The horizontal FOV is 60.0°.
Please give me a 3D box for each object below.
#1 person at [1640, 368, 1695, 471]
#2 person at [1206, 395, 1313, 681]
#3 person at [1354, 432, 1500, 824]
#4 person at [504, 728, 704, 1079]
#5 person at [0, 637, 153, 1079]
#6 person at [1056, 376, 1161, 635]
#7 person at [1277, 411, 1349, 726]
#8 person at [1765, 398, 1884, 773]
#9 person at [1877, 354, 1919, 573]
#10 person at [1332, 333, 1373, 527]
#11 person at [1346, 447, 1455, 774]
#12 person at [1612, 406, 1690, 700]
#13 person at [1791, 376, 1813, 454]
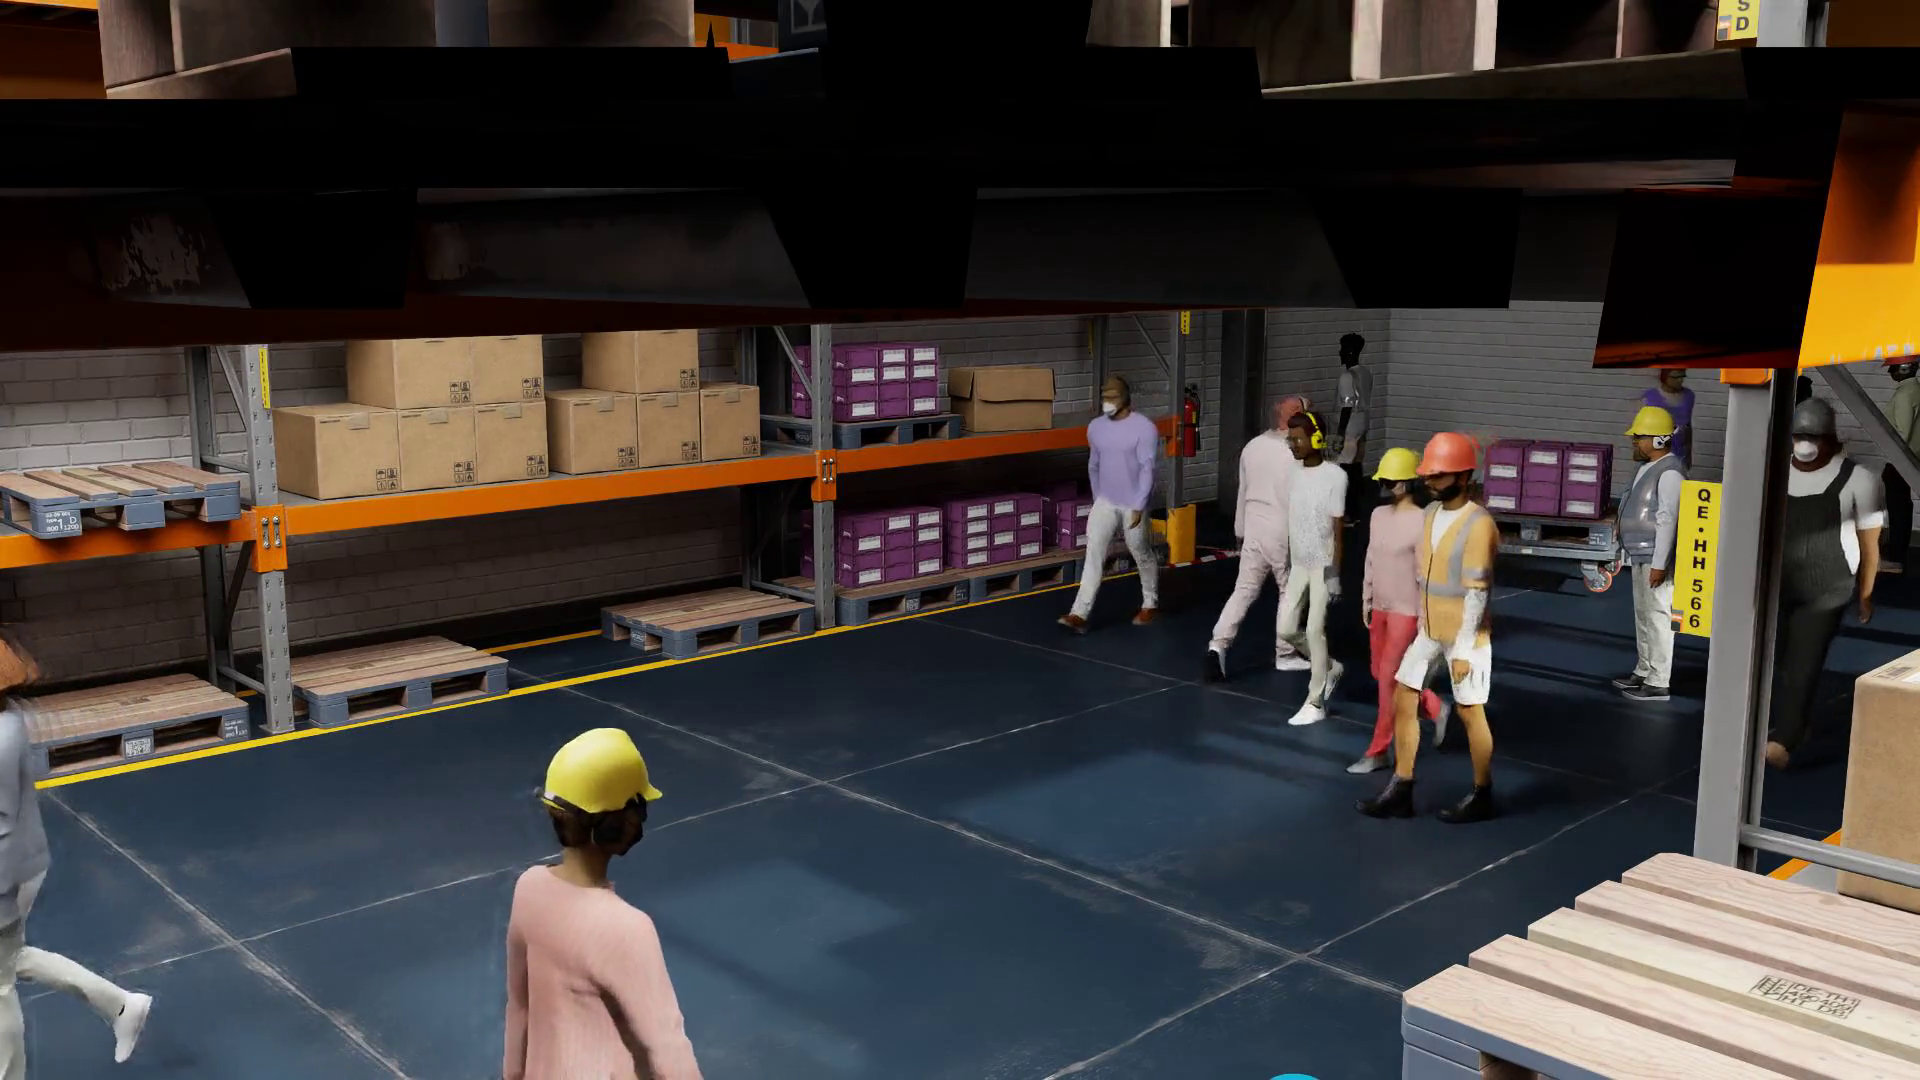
[{"bbox_3d":[6.450,-0.754,15.205,0.612,1.817,0.461,-3,10,-15],"label":"person"},{"bbox_3d":[1.967,-0.005,10.728,0.916,1.864,0.694,-6,12,-33],"label":"person"},{"bbox_3d":[2.250,0.445,7.919,0.819,1.903,0.573,-3,10,-16],"label":"person"},{"bbox_3d":[-0.763,1.264,3.689,0.914,1.719,0.529,-7,12,-35],"label":"person"},{"bbox_3d":[-2.955,1.043,5.248,0.566,1.616,0.516,-5,11,-26],"label":"person"},{"bbox_3d":[1.151,-0.251,12.099,0.646,1.874,1.077,7,12,36],"label":"person"},{"bbox_3d":[2.119,0.165,9.772,0.477,1.850,0.540,-7,12,-35],"label":"person"},{"bbox_3d":[4.502,0.200,8.971,1.036,2.000,0.701,-9,13,-42],"label":"person"},{"bbox_3d":[8.149,-0.711,14.449,0.384,1.991,0.609,7,12,37],"label":"person"},{"bbox_3d":[3.958,-1.115,16.887,0.367,1.966,0.603,6,12,32],"label":"person"},{"bbox_3d":[2.389,0.365,8.876,0.706,1.745,0.531,-4,10,-21],"label":"person"},{"bbox_3d":[4.281,0.081,10.320,0.405,1.824,0.585,1,10,5],"label":"person"},{"bbox_3d":[7.315,-0.602,14.670,0.317,1.695,0.540,3,10,19],"label":"person"}]
